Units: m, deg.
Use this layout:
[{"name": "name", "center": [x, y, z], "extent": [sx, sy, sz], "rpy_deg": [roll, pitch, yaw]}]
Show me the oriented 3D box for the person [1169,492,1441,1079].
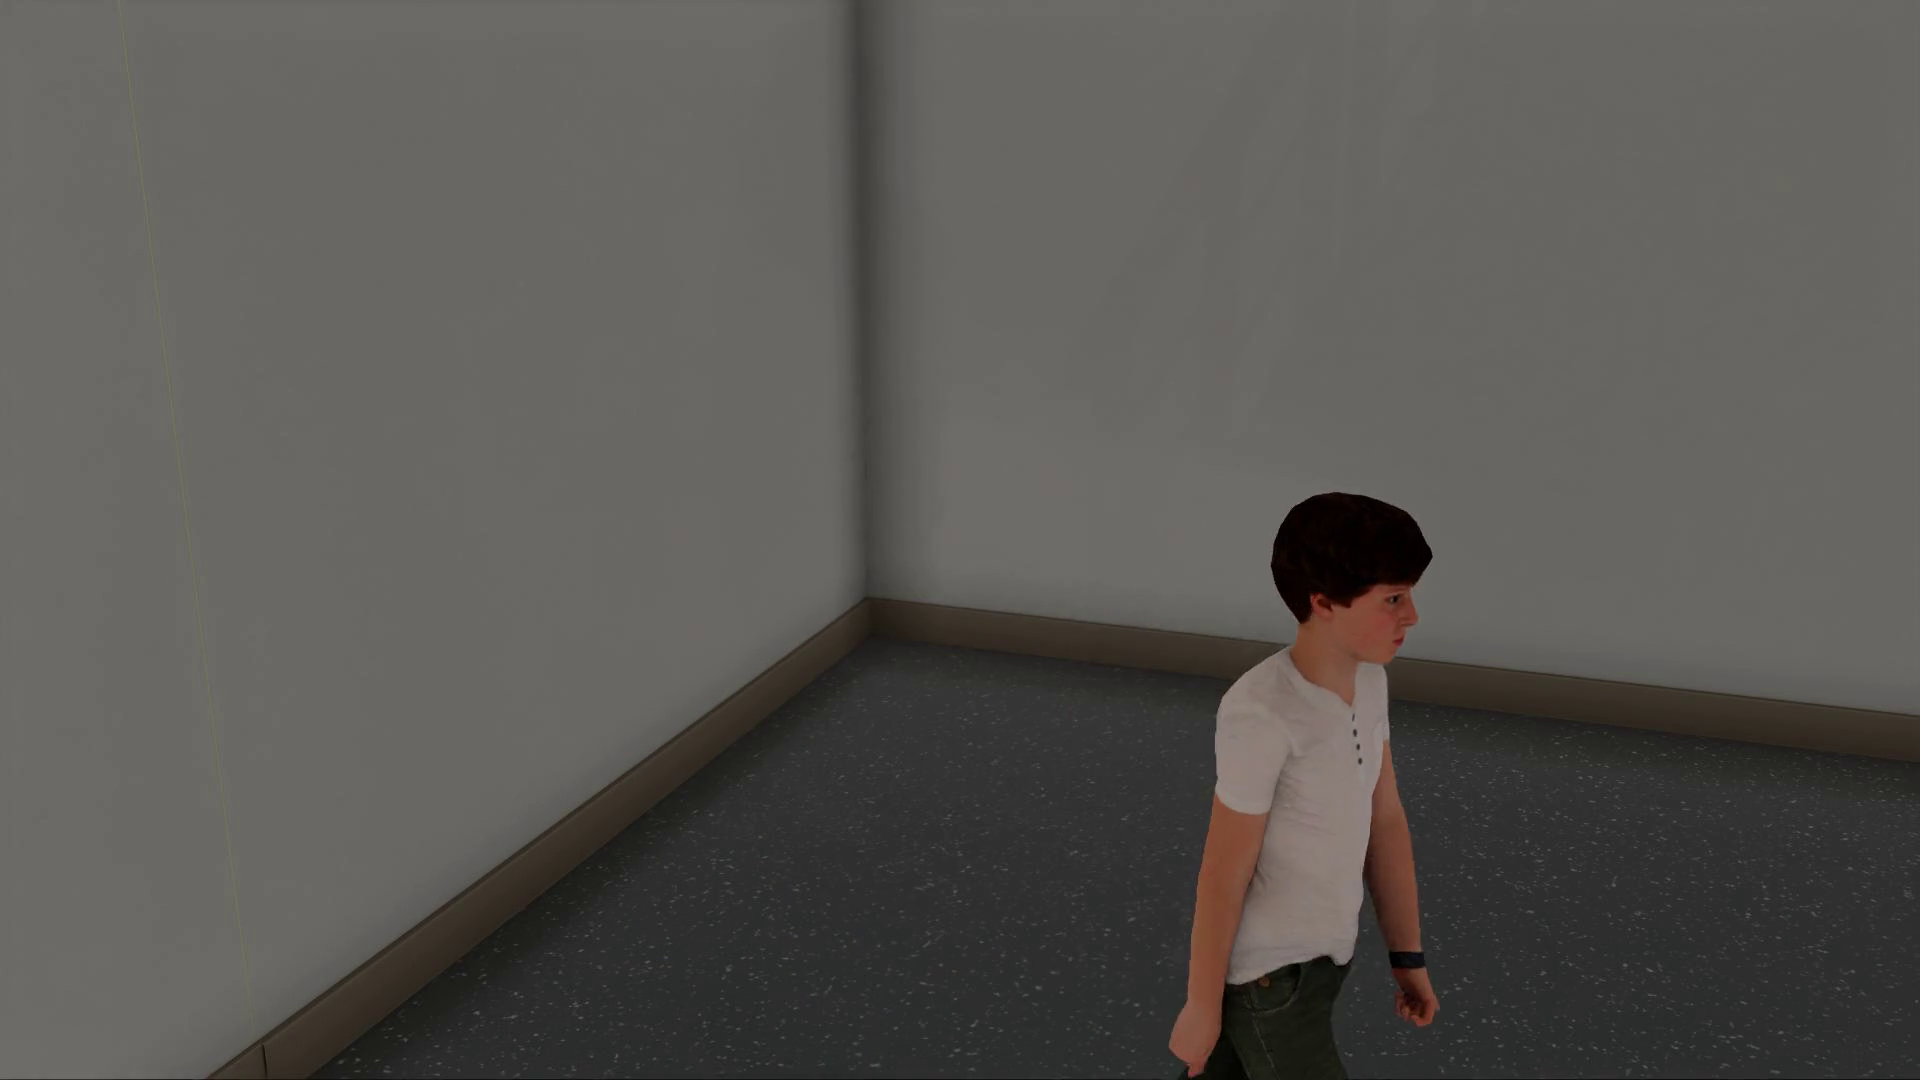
[{"name": "person", "center": [0.469, 0.720, 2.800], "extent": [0.846, 1.603, 1.129], "rpy_deg": [11, 19, 35]}]
